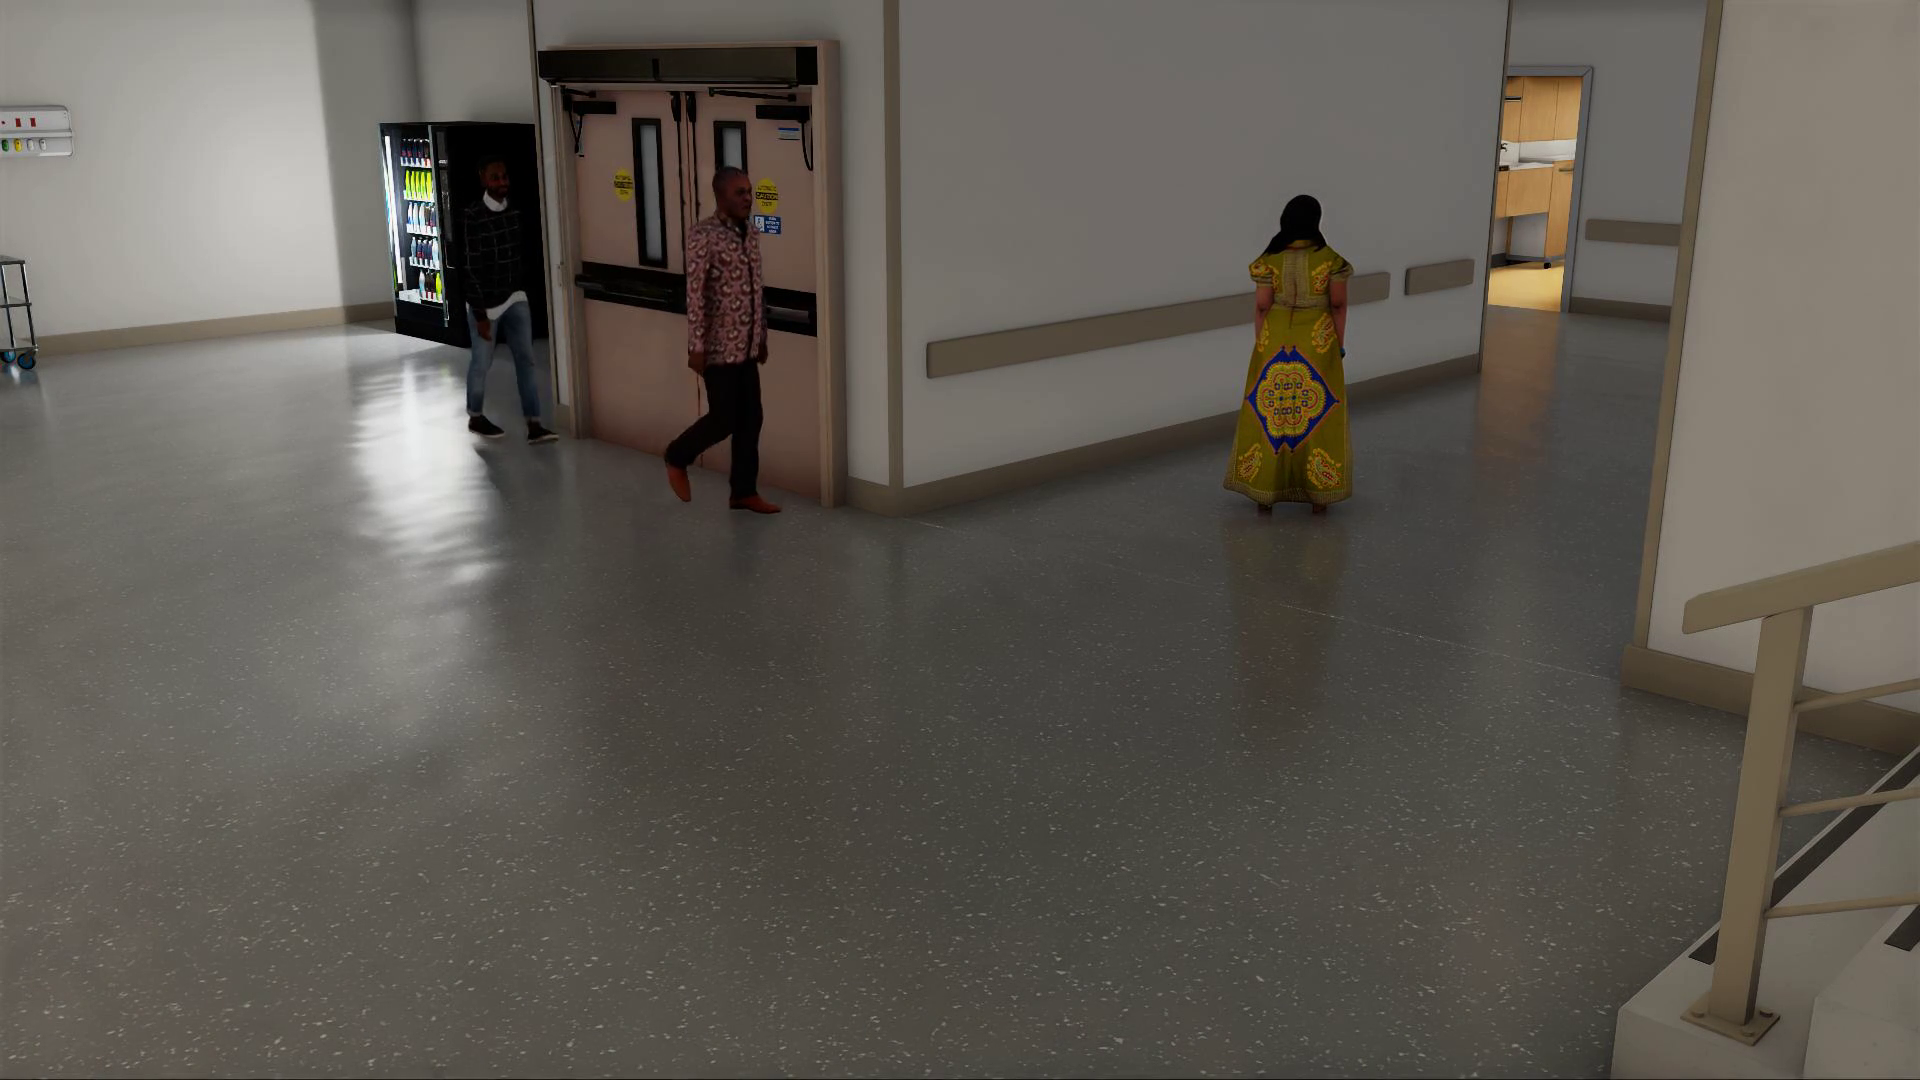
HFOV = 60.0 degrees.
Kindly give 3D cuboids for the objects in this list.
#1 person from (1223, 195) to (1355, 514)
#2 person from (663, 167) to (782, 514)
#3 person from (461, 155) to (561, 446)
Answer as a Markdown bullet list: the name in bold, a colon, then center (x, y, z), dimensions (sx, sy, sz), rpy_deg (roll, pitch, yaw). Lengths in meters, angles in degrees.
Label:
- **person**: center (1.767, -0.976, 8.738), dimensions (0.954, 1.659, 1.057), rpy_deg (3, 16, 11)
- **person**: center (-1.273, -1.020, 8.661), dimensions (0.977, 1.786, 0.842), rpy_deg (10, 18, 31)
- **person**: center (-2.896, -1.443, 10.221), dimensions (1.146, 1.753, 0.749), rpy_deg (10, 18, 31)
